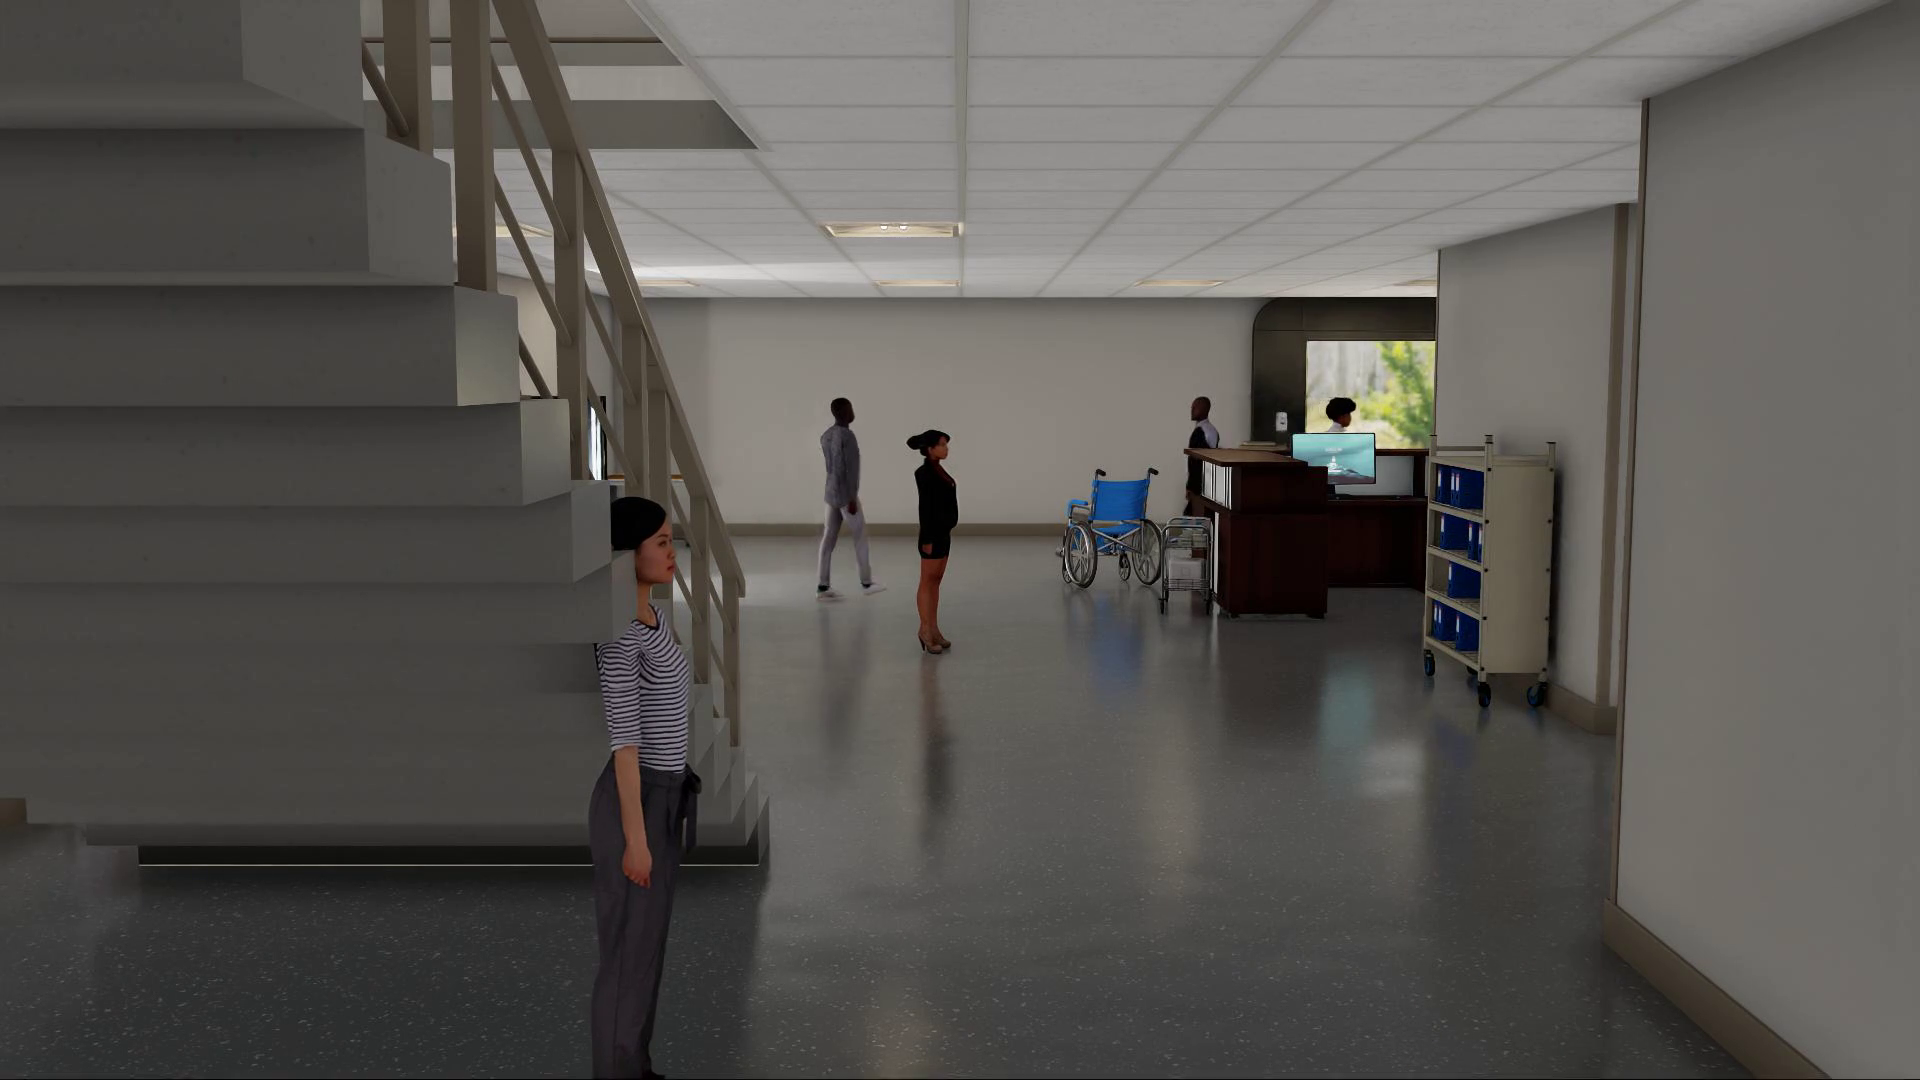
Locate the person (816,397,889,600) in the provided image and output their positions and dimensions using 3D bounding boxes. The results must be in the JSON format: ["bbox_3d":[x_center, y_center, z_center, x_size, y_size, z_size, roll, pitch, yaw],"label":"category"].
[{"bbox_3d":[-1.154,-0.360,15.017,1.075,1.816,1.044,-4,7,-37],"label":"person"}]

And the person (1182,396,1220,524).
[{"bbox_3d":[2.594,-0.569,17.084,0.759,1.817,0.581,0,6,-2],"label":"person"}]

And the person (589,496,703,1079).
[{"bbox_3d":[-0.881,0.742,4.476,0.647,1.733,0.444,0,6,-1],"label":"person"}]

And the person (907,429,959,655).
[{"bbox_3d":[-0.194,0.002,12.290,0.690,1.640,0.620,1,6,14],"label":"person"}]
